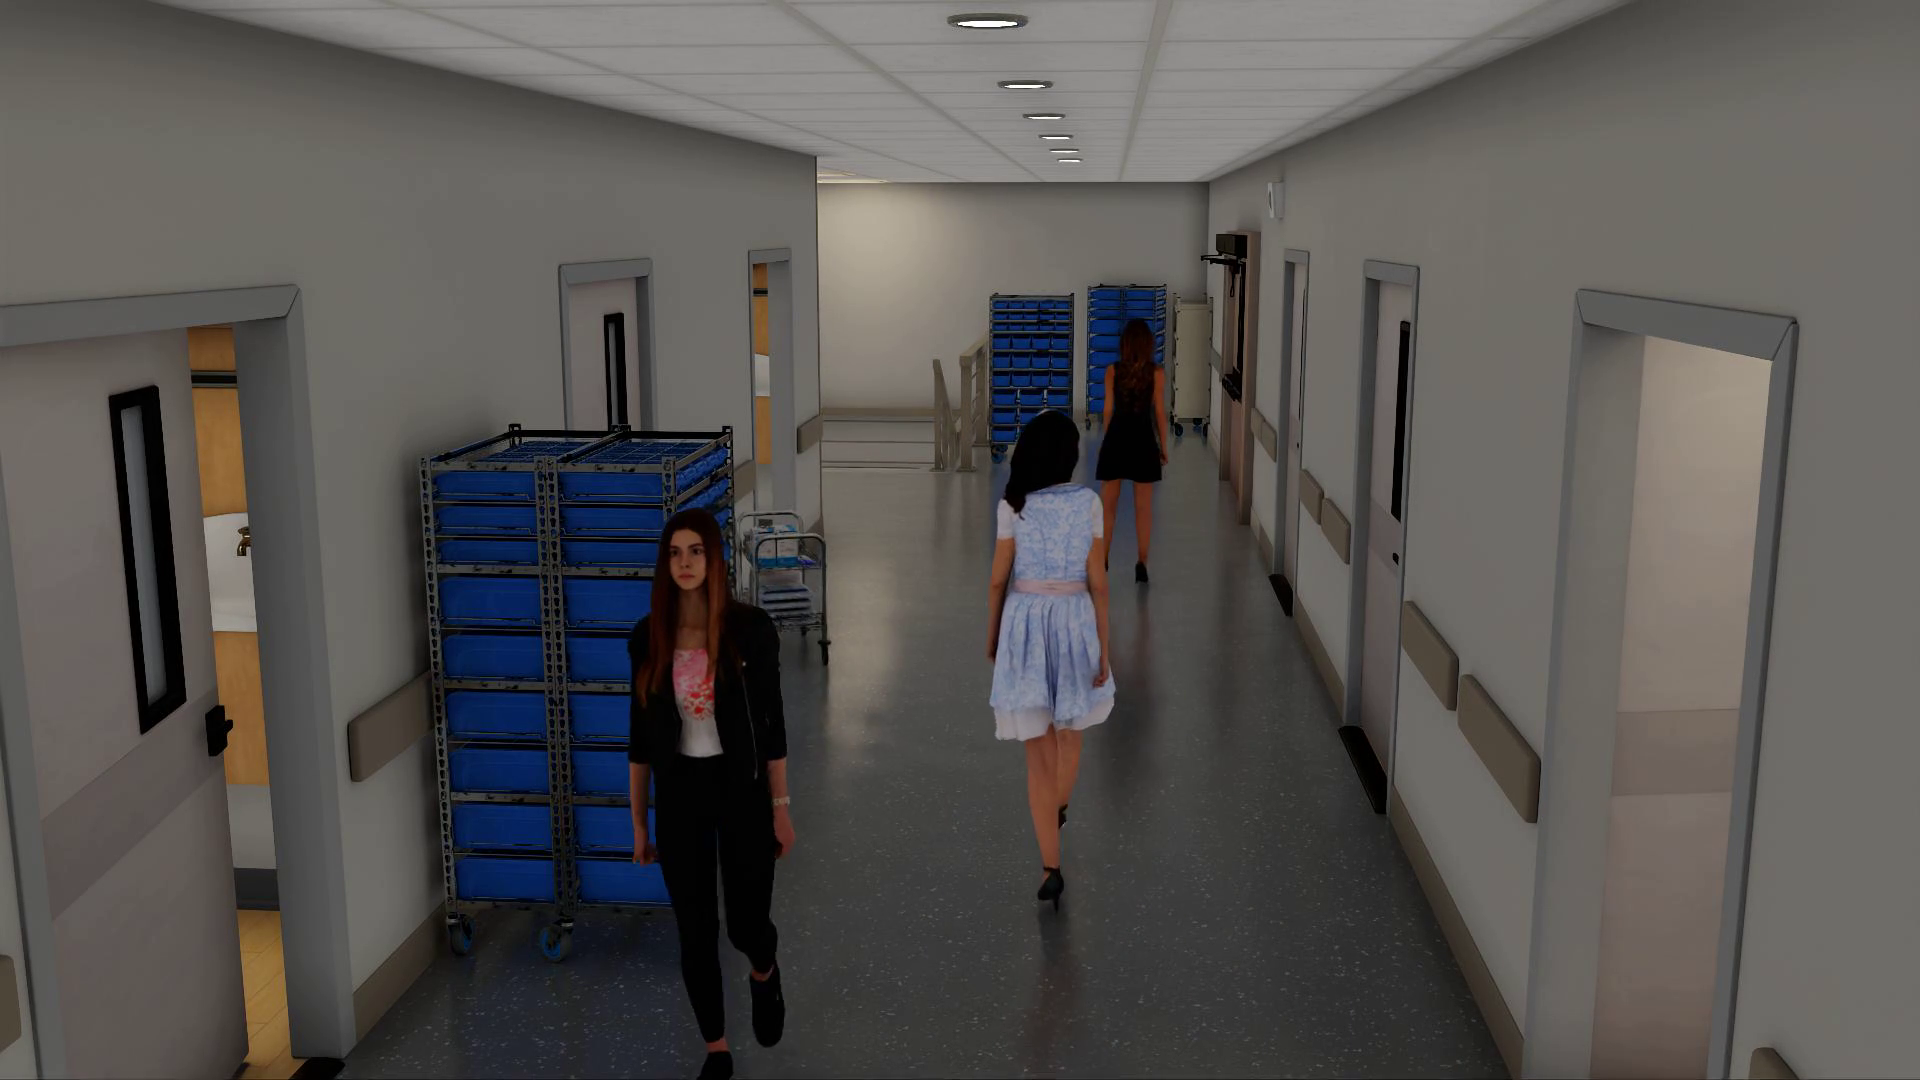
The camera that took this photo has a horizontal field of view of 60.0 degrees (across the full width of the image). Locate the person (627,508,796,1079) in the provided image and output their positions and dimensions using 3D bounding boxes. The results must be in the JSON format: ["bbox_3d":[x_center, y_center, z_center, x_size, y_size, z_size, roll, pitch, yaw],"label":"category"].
[{"bbox_3d":[-0.678,0.738,4.781,0.654,1.705,0.769,2,11,9],"label":"person"}]

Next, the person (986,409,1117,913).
[{"bbox_3d":[0.339,0.466,6.012,0.745,1.779,1.135,0,11,-2],"label":"person"}]

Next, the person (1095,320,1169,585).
[{"bbox_3d":[1.185,-0.592,11.468,0.645,1.824,0.613,1,11,6],"label":"person"}]
